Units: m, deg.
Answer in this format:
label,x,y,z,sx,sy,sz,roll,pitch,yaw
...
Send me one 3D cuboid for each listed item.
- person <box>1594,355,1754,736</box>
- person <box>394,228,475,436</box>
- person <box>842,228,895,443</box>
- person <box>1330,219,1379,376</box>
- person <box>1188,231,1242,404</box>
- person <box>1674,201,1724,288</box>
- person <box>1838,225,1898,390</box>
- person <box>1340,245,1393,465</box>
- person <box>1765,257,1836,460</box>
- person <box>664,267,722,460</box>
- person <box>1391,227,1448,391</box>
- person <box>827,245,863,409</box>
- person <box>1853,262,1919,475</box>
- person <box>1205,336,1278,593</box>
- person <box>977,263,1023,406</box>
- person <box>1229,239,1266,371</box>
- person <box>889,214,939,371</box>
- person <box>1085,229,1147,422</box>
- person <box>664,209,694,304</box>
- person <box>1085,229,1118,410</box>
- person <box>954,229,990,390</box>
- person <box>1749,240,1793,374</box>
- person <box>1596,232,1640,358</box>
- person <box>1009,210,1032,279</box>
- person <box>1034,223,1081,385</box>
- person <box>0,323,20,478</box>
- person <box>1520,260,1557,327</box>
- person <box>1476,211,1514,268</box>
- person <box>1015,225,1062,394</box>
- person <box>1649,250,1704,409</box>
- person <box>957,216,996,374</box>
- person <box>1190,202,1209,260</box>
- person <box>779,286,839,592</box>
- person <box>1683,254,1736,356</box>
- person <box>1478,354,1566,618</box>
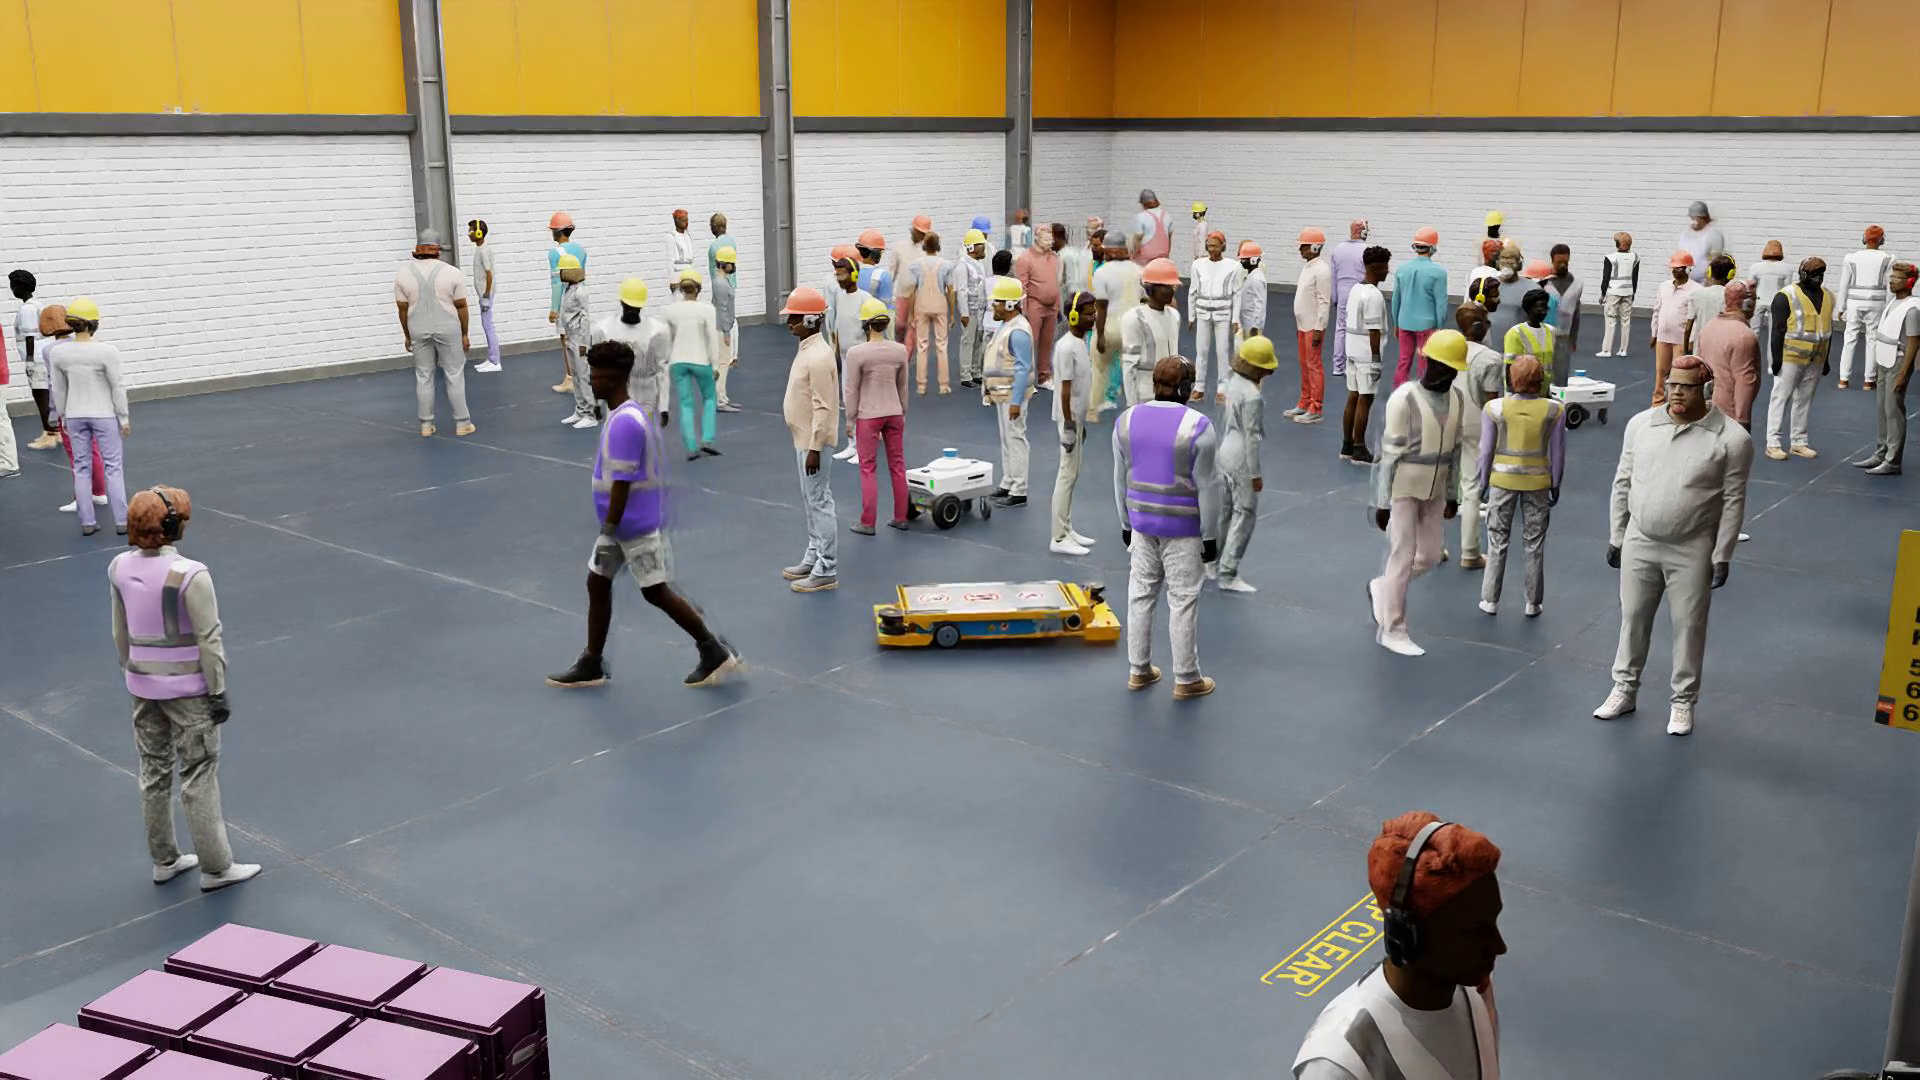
label,x,y,z,sx,sy,sz,roll,pitch,yaw
person,3.564,0.023,8.353,0.642,1.909,0.410,12,18,39
person,-5.138,-2.045,16.345,0.674,2.000,0.535,-1,14,-3
person,-0.852,-1.963,16.013,0.616,2.041,0.380,10,17,36
person,4.776,-2.908,20.066,0.409,1.907,0.651,-12,18,-40
person,2.778,-2.433,18.213,0.581,1.883,0.339,6,15,24
person,9.890,-3.570,22.438,0.547,2.000,0.691,-10,17,-35
person,10.446,-2.676,19.182,0.573,1.887,0.356,10,17,34
person,3.662,-1.664,14.978,0.362,1.962,0.613,-2,14,-6
person,7.695,-1.657,15.202,0.627,1.844,0.429,-3,14,-14
person,-2.436,-1.603,15.182,0.533,1.743,0.452,2,14,9
person,4.707,-2.192,17.023,0.387,1.995,0.614,-12,18,-39
person,-1.134,-2.269,17.823,0.561,1.752,0.326,4,15,15
person,8.159,-1.486,14.496,0.374,1.848,0.573,3,14,11
person,1.840,-0.519,10.958,0.326,1.695,0.719,-2,14,-9
person,0.438,-2.274,18.075,0.523,1.638,0.310,-4,15,-16
person,3.531,-2.898,20.583,0.501,1.631,0.285,-2,14,-7
person,-0.581,-3.032,20.466,0.674,1.952,0.550,2,14,10
person,1.637,-2.167,16.832,0.692,2.000,1.000,-10,17,-34
person,-3.820,-3.578,22.790,0.337,1.882,0.584,5,15,19
person,1.534,-2.360,17.852,0.392,1.919,0.592,-8,16,-28
person,0.173,-2.672,19.265,0.404,1.837,0.592,7,16,25
person,9.934,-2.862,20.457,0.501,1.628,0.265,9,17,32
person,8.628,-3.206,21.789,0.521,1.645,0.307,-3,14,-11
person,0.968,-4.715,27.878,0.524,1.625,0.499,14,19,43
person,1.111,-2.744,19.460,0.811,1.878,0.612,-2,14,-6
person,-8.447,-1.406,14.408,0.350,1.739,0.574,-13,19,-41
person,5.458,-1.784,15.880,0.338,1.754,0.564,12,18,39
person,7.329,-3.561,22.771,1.043,1.870,0.600,-13,19,-42
person,0.928,-2.630,18.971,0.651,1.899,0.403,-12,18,-40
person,7.384,-2.112,17.195,0.324,1.752,0.562,-9,17,-32
person,0.229,-2.967,20.260,0.618,1.933,0.420,-13,19,-41
person,3.964,-4.714,27.591,0.340,1.761,0.526,1,14,4
person,-0.978,-0.661,10.910,0.377,1.995,0.612,-3,14,-13
person,6.865,-1.669,15.191,0.533,1.868,0.310,11,18,38
person,3.460,-0.327,10.287,0.511,1.644,0.307,4,14,14
